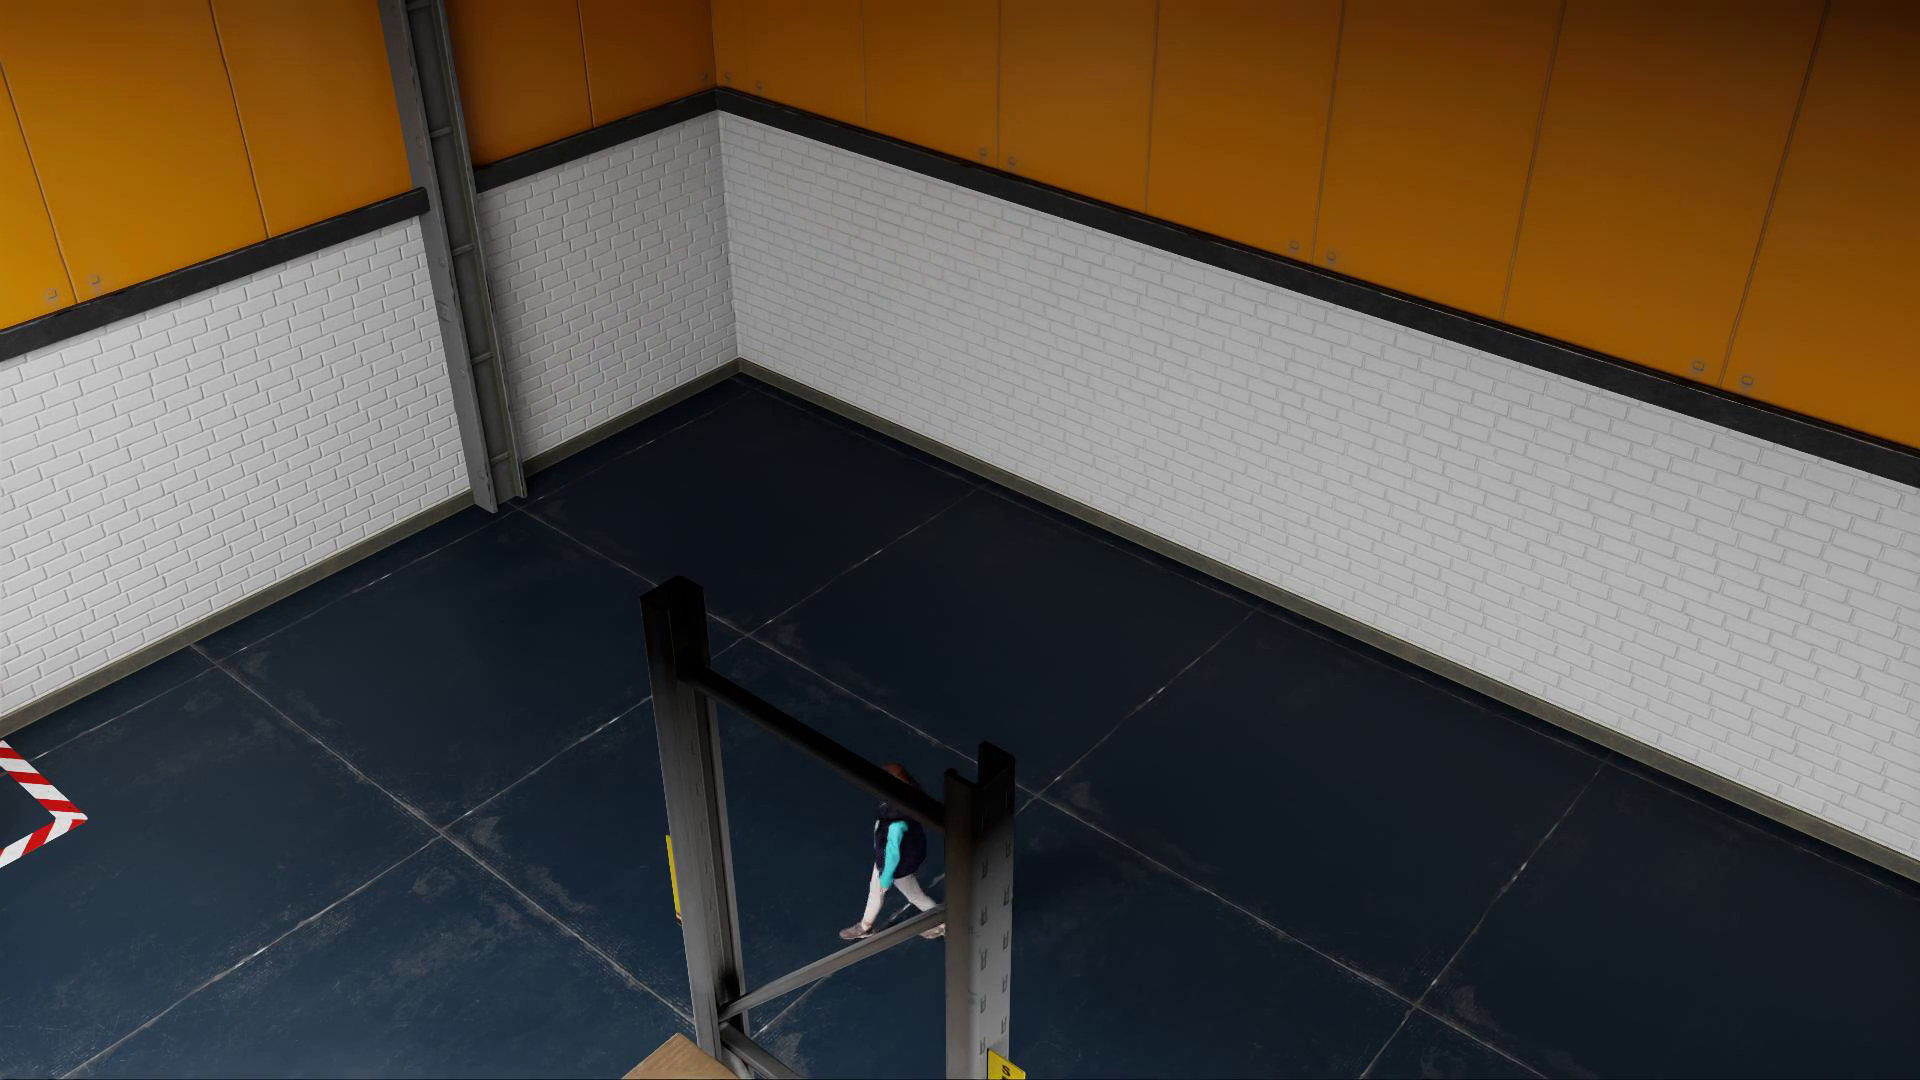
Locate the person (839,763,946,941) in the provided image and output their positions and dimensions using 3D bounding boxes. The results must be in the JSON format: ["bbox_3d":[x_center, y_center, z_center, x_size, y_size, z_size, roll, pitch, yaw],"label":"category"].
[{"bbox_3d":[-0.324,1.999,10.464,1.038,1.463,0.953,-4,34,-6],"label":"person"}]
